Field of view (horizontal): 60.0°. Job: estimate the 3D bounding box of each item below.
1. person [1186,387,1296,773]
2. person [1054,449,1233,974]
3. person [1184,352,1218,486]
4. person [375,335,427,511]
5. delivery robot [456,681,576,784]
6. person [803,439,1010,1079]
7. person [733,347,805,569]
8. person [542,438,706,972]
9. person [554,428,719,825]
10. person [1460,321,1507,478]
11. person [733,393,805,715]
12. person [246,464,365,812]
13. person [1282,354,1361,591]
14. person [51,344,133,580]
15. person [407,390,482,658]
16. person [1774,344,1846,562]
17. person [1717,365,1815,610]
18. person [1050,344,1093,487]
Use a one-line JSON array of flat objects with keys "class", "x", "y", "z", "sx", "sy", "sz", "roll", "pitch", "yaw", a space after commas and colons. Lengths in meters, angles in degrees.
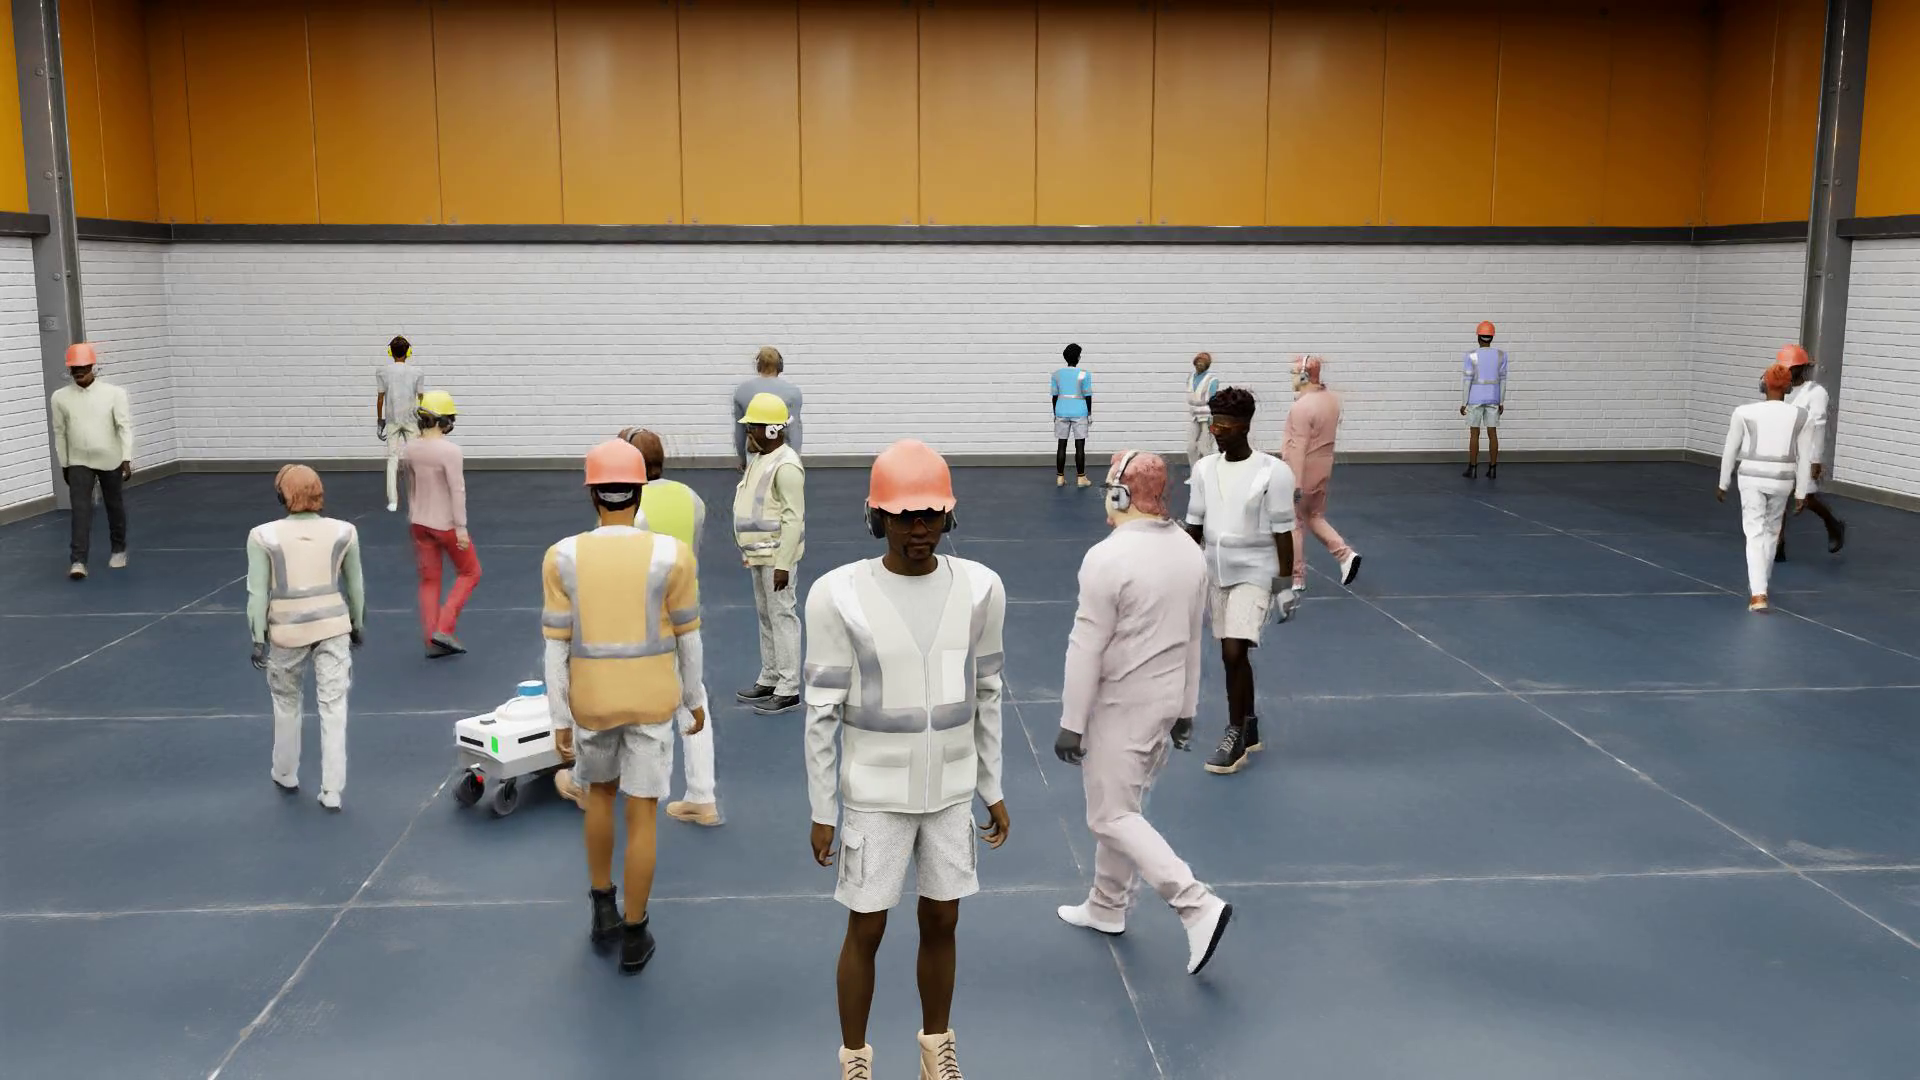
[{"class": "person", "x": 1.351, "y": 0.198, "z": 8.429, "sx": 0.734, "sy": 1.935, "sz": 0.630, "roll": -8, "pitch": 12, "yaw": -40}, {"class": "person", "x": 0.666, "y": 0.610, "z": 6.032, "sx": 0.787, "sy": 1.878, "sz": 0.648, "roll": 7, "pitch": 11, "yaw": 36}, {"class": "person", "x": 2.861, "y": -1.405, "z": 19.516, "sx": 0.454, "sy": 1.606, "sz": 0.534, "roll": -7, "pitch": 12, "yaw": -38}, {"class": "person", "x": -5.943, "y": -1.233, "z": 17.664, "sx": 0.535, "sy": 1.867, "sz": 0.338, "roll": -3, "pitch": 10, "yaw": -19}, {"class": "delivery robot", "x": -2.039, "y": 0.917, "z": 7.955, "sx": 0.477, "sy": 0.478, "sz": 0.707, "roll": 7, "pitch": 12, "yaw": 38}, {"class": "person", "x": -0.136, "y": 0.725, "z": 4.802, "sx": 0.615, "sy": 2.041, "sz": 0.391, "roll": -4, "pitch": 10, "yaw": -21}, {"class": "person", "x": -1.639, "y": -0.719, "z": 14.364, "sx": 0.646, "sy": 1.895, "sz": 0.930, "roll": 2, "pitch": 9, "yaw": 13}, {"class": "person", "x": -1.214, "y": 0.585, "z": 6.088, "sx": 0.544, "sy": 1.908, "sz": 0.608, "roll": 0, "pitch": 9, "yaw": 0}, {"class": "person", "x": -1.481, "y": 0.387, "z": 7.649, "sx": 0.930, "sy": 1.804, "sz": 0.620, "roll": 7, "pitch": 11, "yaw": 38}, {"class": "person", "x": 6.439, "y": -1.722, "z": 20.492, "sx": 0.542, "sy": 1.939, "sz": 0.361, "roll": 0, "pitch": 9, "yaw": 0}, {"class": "person", "x": -1.094, "y": 0.075, "z": 9.532, "sx": 0.403, "sy": 1.835, "sz": 0.588, "roll": -4, "pitch": 10, "yaw": -23}, {"class": "person", "x": -3.112, "y": 0.441, "z": 7.901, "sx": 0.546, "sy": 1.607, "sz": 0.744, "roll": -6, "pitch": 11, "yaw": -31}, {"class": "person", "x": 2.781, "y": -0.514, "z": 13.071, "sx": 0.645, "sy": 1.884, "sz": 0.656, "roll": 7, "pitch": 11, "yaw": 37}, {"class": "person", "x": -7.226, "y": -0.665, "z": 13.890, "sx": 0.622, "sy": 1.938, "sz": 1.052, "roll": -3, "pitch": 9, "yaw": -16}, {"class": "person", "x": -3.368, "y": -0.098, "z": 10.846, "sx": 0.552, "sy": 1.750, "sz": 0.365, "roll": 6, "pitch": 11, "yaw": 33}, {"class": "person", "x": 7.361, "y": -0.748, "z": 14.499, "sx": 0.818, "sy": 1.906, "sz": 0.590, "roll": -4, "pitch": 10, "yaw": -25}, {"class": "person", "x": 6.070, "y": -0.403, "z": 12.548, "sx": 0.596, "sy": 1.836, "sz": 0.987, "roll": 3, "pitch": 9, "yaw": 16}, {"class": "person", "x": 1.326, "y": -1.469, "z": 19.661, "sx": 0.532, "sy": 1.696, "sz": 0.319, "roll": 4, "pitch": 10, "yaw": 25}]
